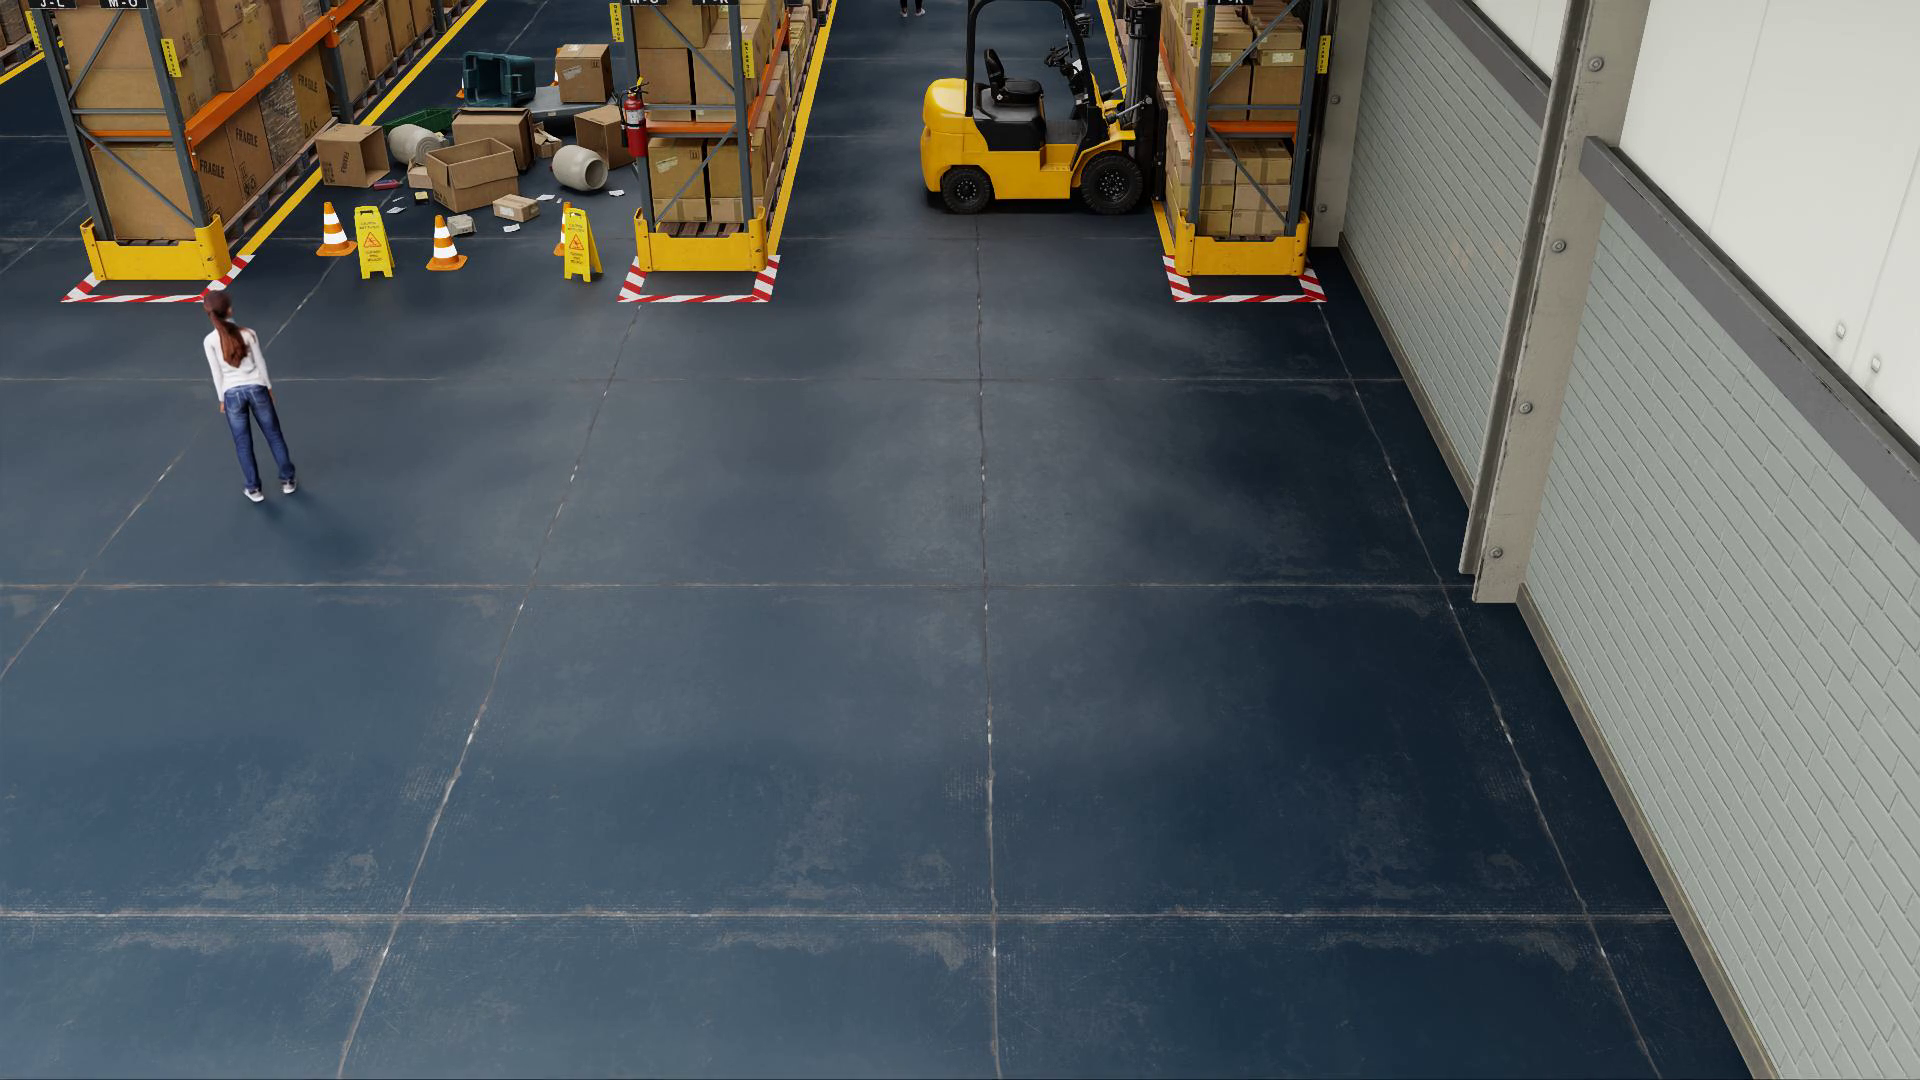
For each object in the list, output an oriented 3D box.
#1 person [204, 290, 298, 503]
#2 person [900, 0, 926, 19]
[{"bbox_3d":[-4.960,-1.003,11.536,0.618,1.556,0.643,-15,35,-23],"label":"person"},{"bbox_3d":[-0.679,-7.883,22.376,0.578,1.627,0.528,2,32,4],"label":"person"}]
